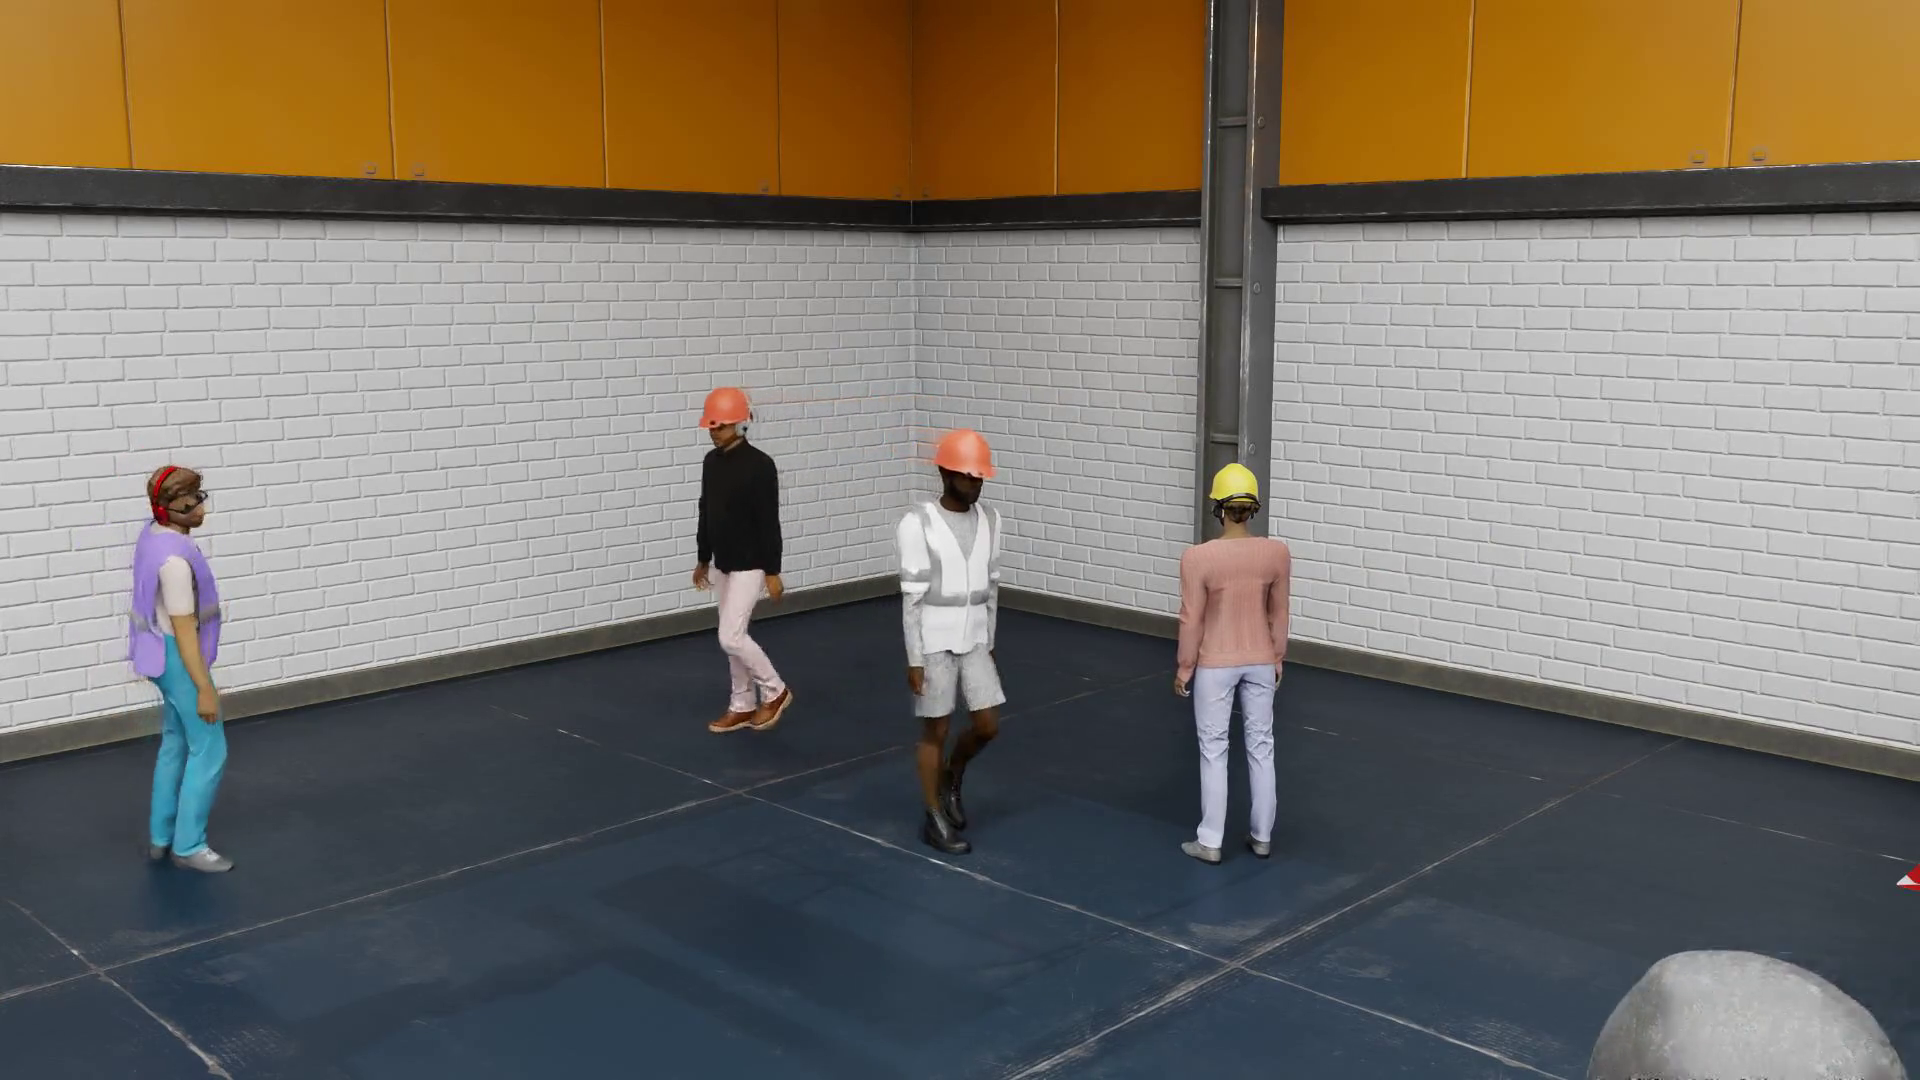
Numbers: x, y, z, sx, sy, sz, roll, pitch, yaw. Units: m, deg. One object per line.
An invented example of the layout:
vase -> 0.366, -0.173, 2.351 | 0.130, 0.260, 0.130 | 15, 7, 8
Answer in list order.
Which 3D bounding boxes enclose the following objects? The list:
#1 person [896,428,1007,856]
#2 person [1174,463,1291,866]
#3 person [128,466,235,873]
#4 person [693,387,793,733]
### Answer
person -> -0.031, 0.453, 7.406 | 0.563, 1.917, 0.449 | -6, 11, -32
person -> 1.190, 0.547, 7.301 | 0.523, 1.769, 0.313 | -3, 10, -16
person -> -3.389, 0.554, 7.191 | 0.369, 1.792, 0.765 | -6, 11, -33
person -> -1.252, 0.131, 9.211 | 0.469, 1.967, 0.649 | -7, 12, -37
